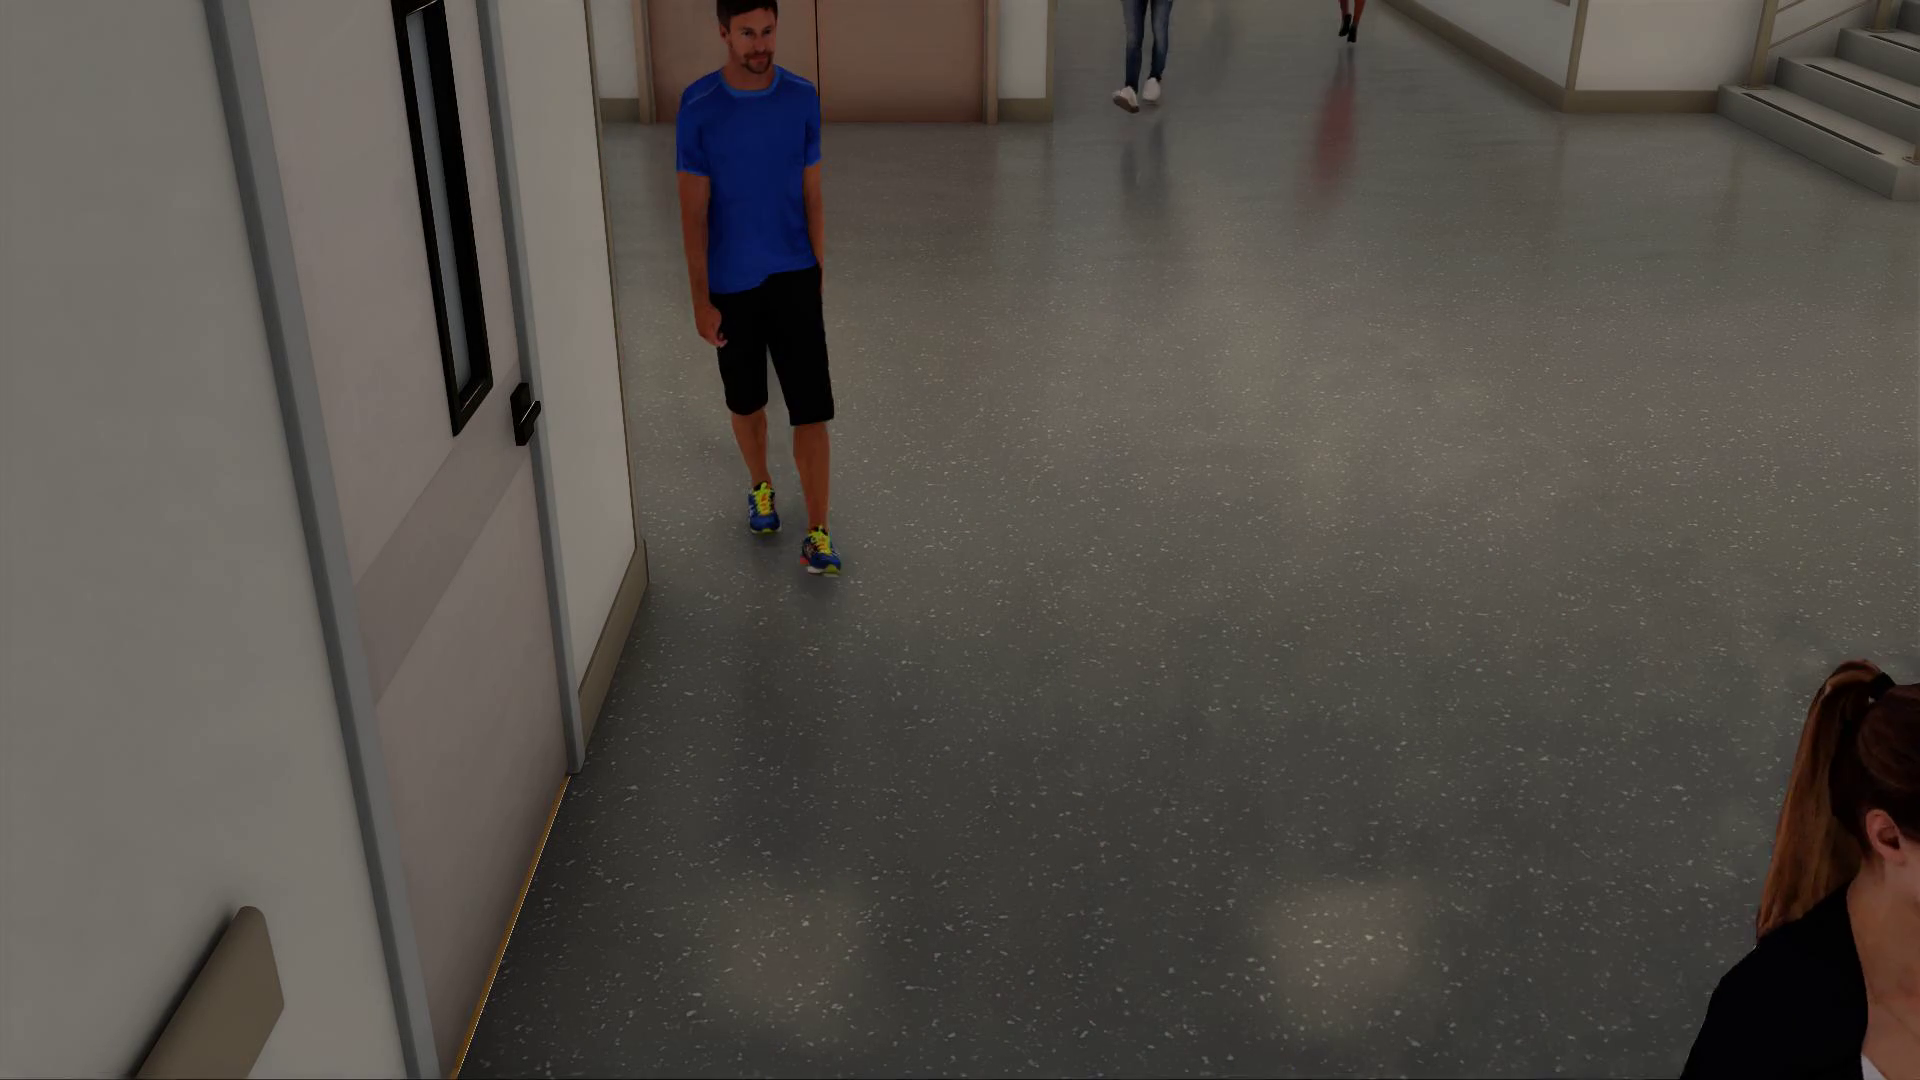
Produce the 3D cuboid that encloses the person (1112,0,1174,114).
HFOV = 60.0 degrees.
[{"bbox_3d":[1.410,-4.025,11.997,1.237,1.796,0.979,9,27,17],"label":"person"}]

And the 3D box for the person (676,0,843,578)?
[{"bbox_3d":[-0.669,-0.849,5.370,1.032,1.831,0.818,-5,26,-10],"label":"person"}]
